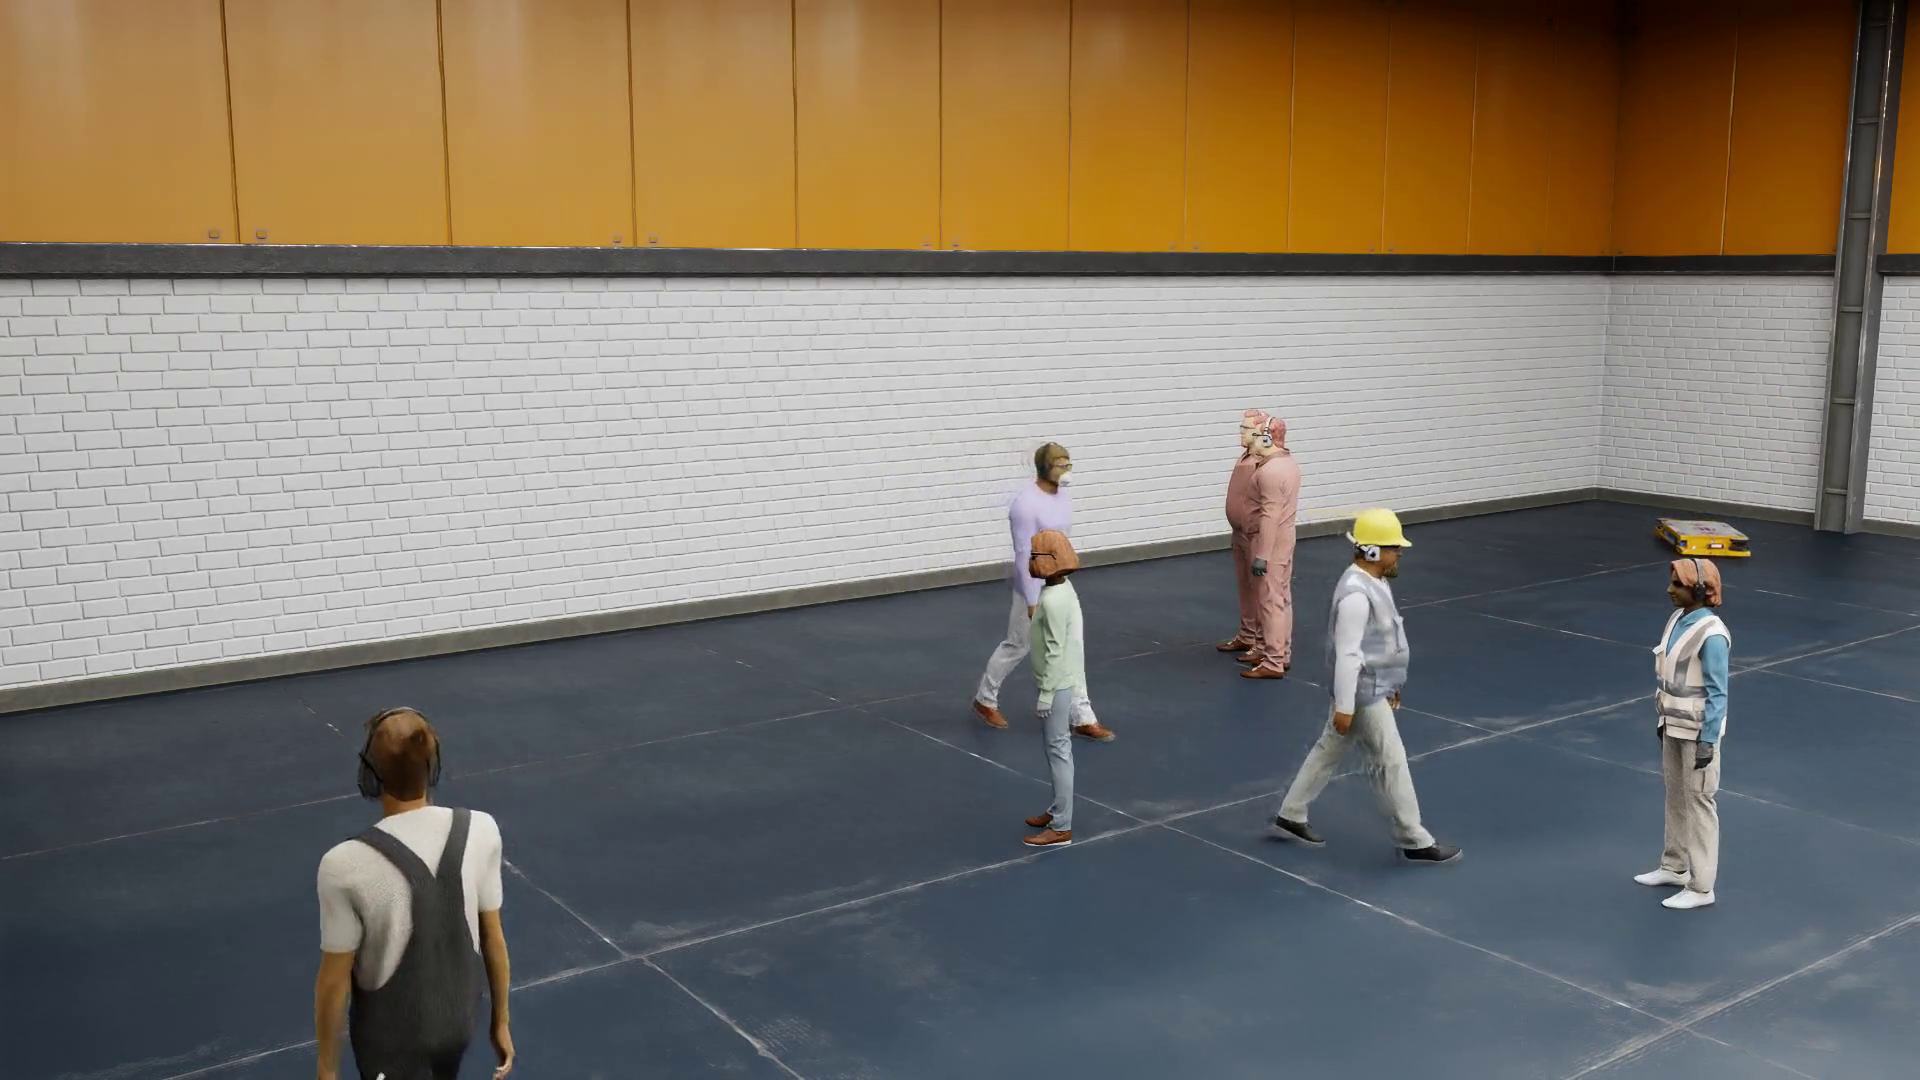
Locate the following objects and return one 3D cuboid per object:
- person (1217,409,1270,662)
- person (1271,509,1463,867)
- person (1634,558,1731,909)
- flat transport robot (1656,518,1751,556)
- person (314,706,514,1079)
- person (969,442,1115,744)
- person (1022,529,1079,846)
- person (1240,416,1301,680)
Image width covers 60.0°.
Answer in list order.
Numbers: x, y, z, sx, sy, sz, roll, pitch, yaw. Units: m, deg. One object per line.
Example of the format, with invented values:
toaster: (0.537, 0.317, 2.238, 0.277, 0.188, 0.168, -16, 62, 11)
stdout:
person: (2.214, -0.039, 12.629, 0.410, 1.912, 0.643, -2, 9, -13)
person: (2.026, 0.722, 8.333, 0.942, 1.791, 0.593, 3, 10, 15)
person: (3.385, 0.891, 7.727, 0.311, 1.638, 0.521, 0, 9, 1)
flat transport robot: (7.864, -0.034, 17.635, 0.652, 0.197, 1.431, 2, 9, 12)
person: (-1.432, 1.337, 4.465, 0.937, 1.812, 0.520, 8, 12, 42)
person: (0.483, 0.314, 10.517, 1.013, 1.900, 0.644, 8, 12, 39)
person: (0.467, 0.756, 8.577, 0.280, 1.633, 0.500, 1, 9, 6)
person: (2.233, 0.053, 12.068, 0.401, 1.907, 0.646, 4, 10, 24)
